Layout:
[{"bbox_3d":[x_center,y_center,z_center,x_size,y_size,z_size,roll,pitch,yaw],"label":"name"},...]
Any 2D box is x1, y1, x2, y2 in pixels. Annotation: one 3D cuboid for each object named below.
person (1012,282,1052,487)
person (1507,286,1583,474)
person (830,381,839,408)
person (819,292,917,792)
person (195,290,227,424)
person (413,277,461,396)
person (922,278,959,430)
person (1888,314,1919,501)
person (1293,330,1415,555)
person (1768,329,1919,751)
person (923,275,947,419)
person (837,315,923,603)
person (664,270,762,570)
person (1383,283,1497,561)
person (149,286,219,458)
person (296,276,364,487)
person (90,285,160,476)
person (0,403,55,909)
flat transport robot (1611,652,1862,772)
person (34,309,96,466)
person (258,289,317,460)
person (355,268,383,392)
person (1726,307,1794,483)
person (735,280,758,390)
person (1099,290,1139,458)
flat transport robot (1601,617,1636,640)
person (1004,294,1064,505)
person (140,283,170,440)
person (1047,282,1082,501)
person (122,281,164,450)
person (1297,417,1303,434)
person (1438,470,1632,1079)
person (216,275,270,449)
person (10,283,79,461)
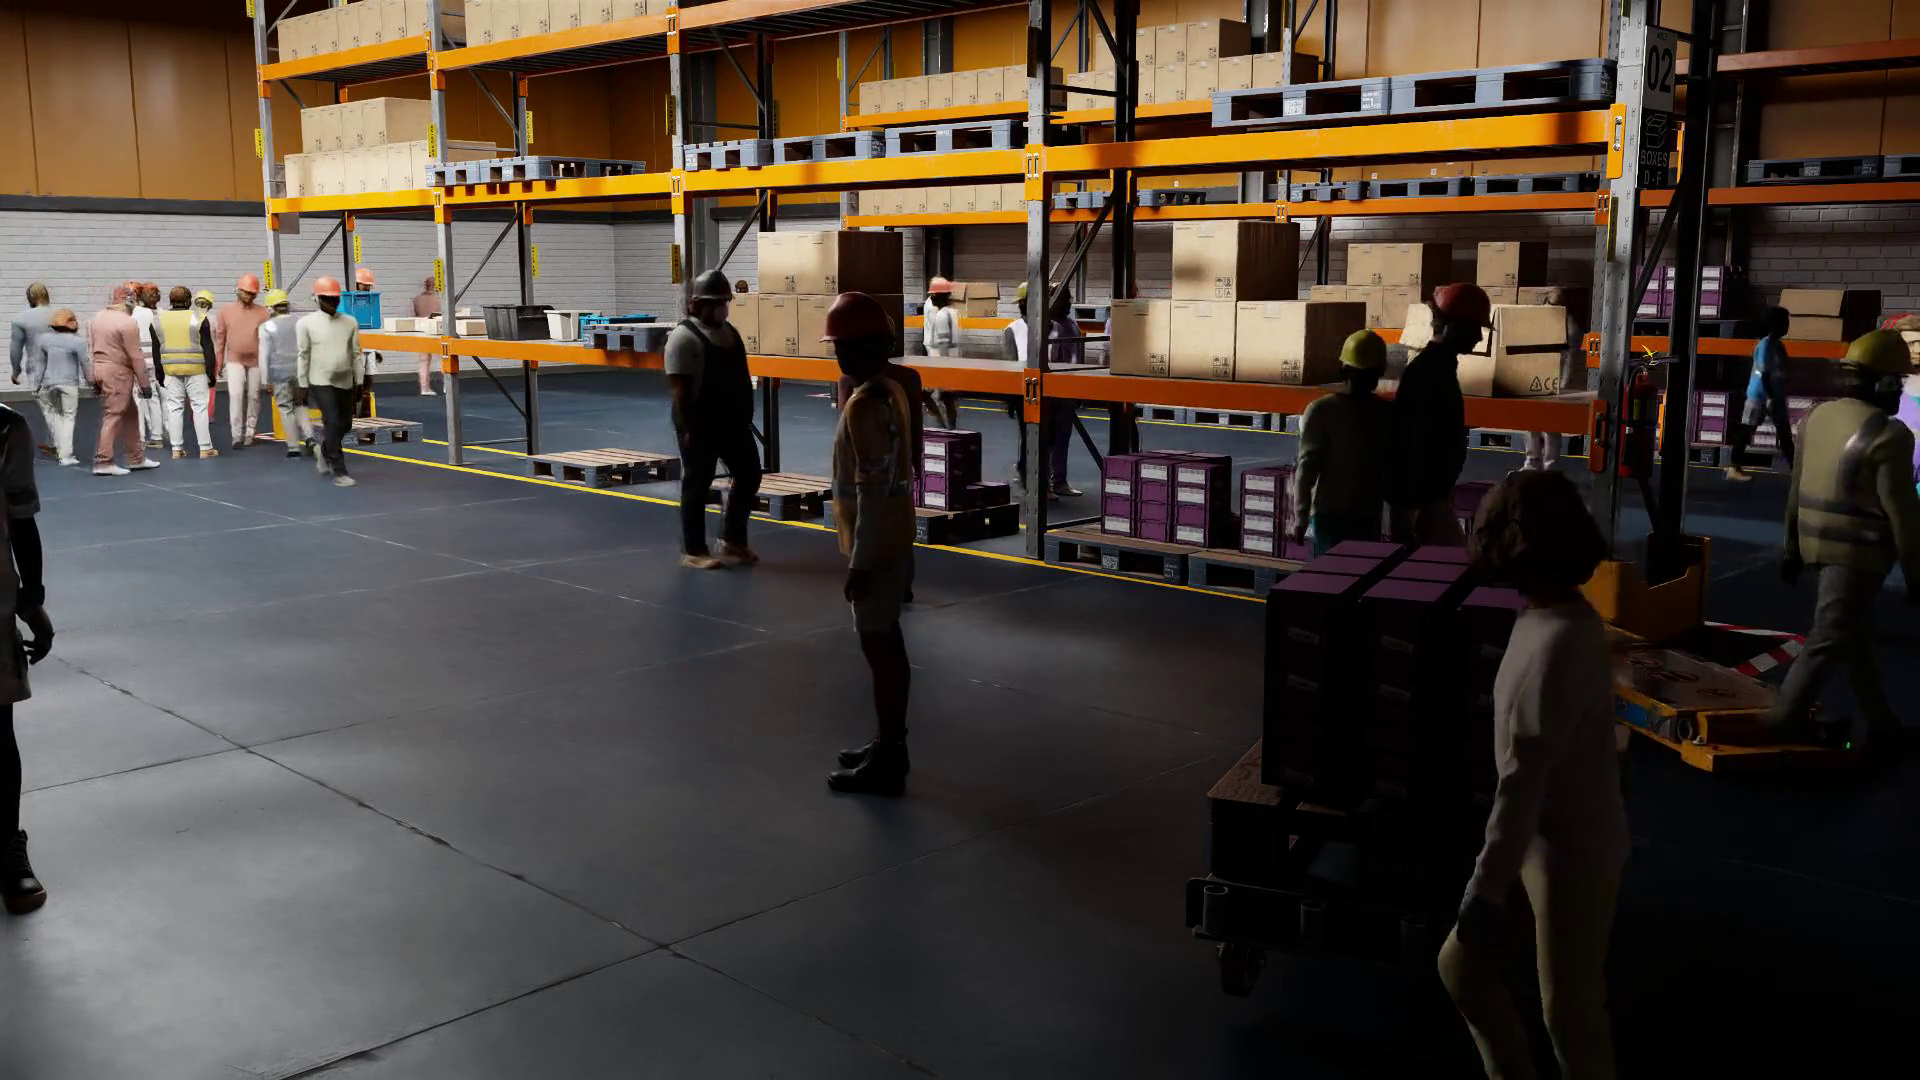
[{"bbox_3d":[0.715,-1.428,15.473,0.394,1.897,0.722,-2,9,-11],"label":"person"},{"bbox_3d":[5.422,-1.440,15.580,0.428,1.870,0.804,-5,10,-27],"label":"person"},{"bbox_3d":[-1.720,-2.824,24.124,0.505,1.845,0.345,1,9,9],"label":"person"},{"bbox_3d":[-0.361,0.013,6.459,0.375,1.934,0.547,1,9,8],"label":"person"},{"bbox_3d":[-9.828,-2.376,21.663,0.540,1.743,0.385,-2,10,-13],"label":"person"},{"bbox_3d":[-8.378,-3.252,26.606,0.639,1.884,0.790,3,10,19],"label":"person"},{"bbox_3d":[-0.226,-1.978,18.703,0.500,1.916,0.557,3,10,17],"label":"person"},{"bbox_3d":[5.018,-0.308,8.889,0.558,1.783,0.982,-2,9,-10],"label":"person"},{"bbox_3d":[1.846,-0.101,7.716,0.551,1.734,0.643,-3,10,-20],"label":"person"},{"bbox_3d":[3.638,0.042,6.750,0.907,1.785,0.596,-1,9,-4],"label":"person"},{"bbox_3d":[-0.309,-2.605,22.499,0.372,1.940,0.630,-1,9,-6],"label":"person"},{"bbox_3d":[-0.484,-0.488,10.042,0.533,1.767,0.312,-3,10,-15],"label":"person"},{"bbox_3d":[-1.627,-0.805,11.148,0.607,2.000,0.705,6,11,33],"label":"person"},{"bbox_3d":[2.204,-0.205,7.731,0.689,1.948,0.696,1,9,4],"label":"person"},{"bbox_3d":[-8.265,-1.785,17.769,0.631,1.843,0.429,-1,9,-7],"label":"person"},{"bbox_3d":[-5.954,-1.502,15.674,0.873,1.966,0.624,8,12,42],"label":"person"},{"bbox_3d":[-8.207,-1.573,16.398,0.665,1.859,0.807,7,12,37],"label":"person"},{"bbox_3d":[-3.164,0.208,5.161,0.613,1.965,0.361,-7,12,-36],"label":"person"},{"bbox_3d":[3.174,0.708,7.283,0.652,0.197,1.431,-1,9,-9],"label":"flat transport robot"},{"bbox_3d":[-9.276,-1.586,17.254,0.570,1.606,0.586,1,9,4],"label":"person"},{"bbox_3d":[-7.112,-1.736,17.559,0.427,1.808,0.605,7,12,38],"label":"person"},{"bbox_3d":[-7.568,-2.429,21.129,0.397,2.034,0.605,4,10,22],"label":"person"},{"bbox_3d":[7.633,-1.333,15.530,0.550,1.652,0.864,-9,13,-44],"label":"person"},{"bbox_3d":[-3.620,-3.420,27.805,0.624,1.840,0.429,-5,11,-30],"label":"person"},{"bbox_3d":[1.581,-1.658,16.773,0.567,1.905,0.832,-8,12,-40],"label":"person"},{"bbox_3d":[2.740,0.551,8.248,1.431,0.197,0.652,-2,9,-9],"label":"flat transport robot"},{"bbox_3d":[0.612,-1.263,14.381,0.592,1.904,0.573,-6,11,-31],"label":"person"},{"bbox_3d":[-9.475,-2.079,19.536,0.581,1.848,0.815,-6,11,-30],"label":"person"},{"bbox_3d":[0.870,-1.310,14.655,0.405,1.906,0.653,8,12,39],"label":"person"},{"bbox_3d":[-9.199,-1.946,18.619,0.345,1.883,0.584,4,10,23],"label":"person"},{"bbox_3d":[4.257,-1.931,19.301,0.530,1.624,0.527,7,12,38],"label":"person"},{"bbox_3d":[1.170,0.663,3.424,0.449,1.605,0.532,1,9,8],"label":"person"},{"bbox_3d":[-8.013,-1.989,18.688,0.640,1.942,0.982,-4,10,-22],"label":"person"},{"bbox_3d":[-9.724,-1.782,17.696,1.021,1.878,0.616,7,11,36],"label":"person"}]
